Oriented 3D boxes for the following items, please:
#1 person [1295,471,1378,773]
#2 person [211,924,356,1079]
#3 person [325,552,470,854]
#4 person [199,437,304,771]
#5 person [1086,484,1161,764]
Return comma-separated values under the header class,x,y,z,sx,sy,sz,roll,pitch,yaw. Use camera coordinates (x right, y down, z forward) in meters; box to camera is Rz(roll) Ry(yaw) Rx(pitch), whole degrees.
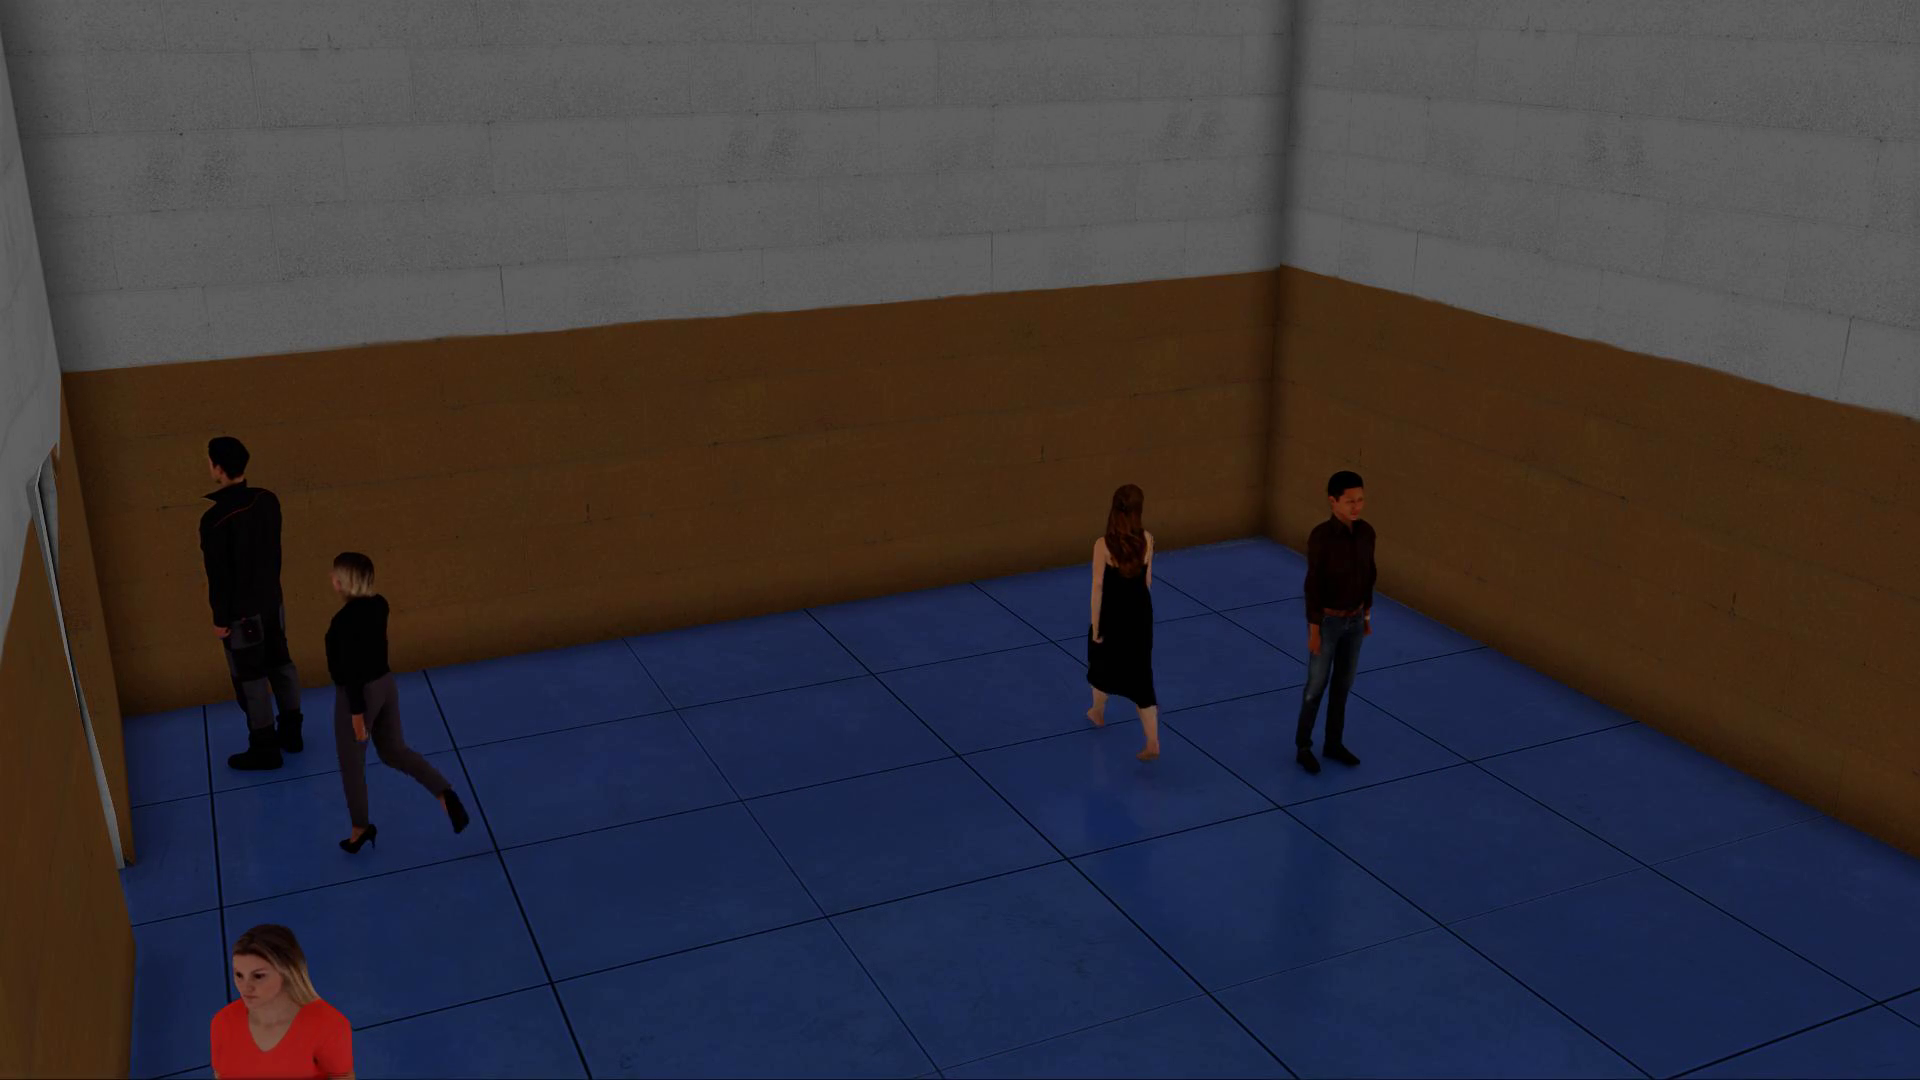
class,x,y,z,sx,sy,sz,roll,pitch,yaw
person,2.102,0.452,9.401,0.477,1.777,0.720,-10,21,-28
person,-2.036,1.936,5.131,0.616,1.693,0.734,1,19,2
person,-2.903,0.853,8.407,1.041,1.652,0.932,4,19,11
person,-4.028,0.348,9.443,0.825,1.946,0.788,5,19,14
person,0.983,0.507,9.545,1.094,1.580,0.748,-5,19,-15
